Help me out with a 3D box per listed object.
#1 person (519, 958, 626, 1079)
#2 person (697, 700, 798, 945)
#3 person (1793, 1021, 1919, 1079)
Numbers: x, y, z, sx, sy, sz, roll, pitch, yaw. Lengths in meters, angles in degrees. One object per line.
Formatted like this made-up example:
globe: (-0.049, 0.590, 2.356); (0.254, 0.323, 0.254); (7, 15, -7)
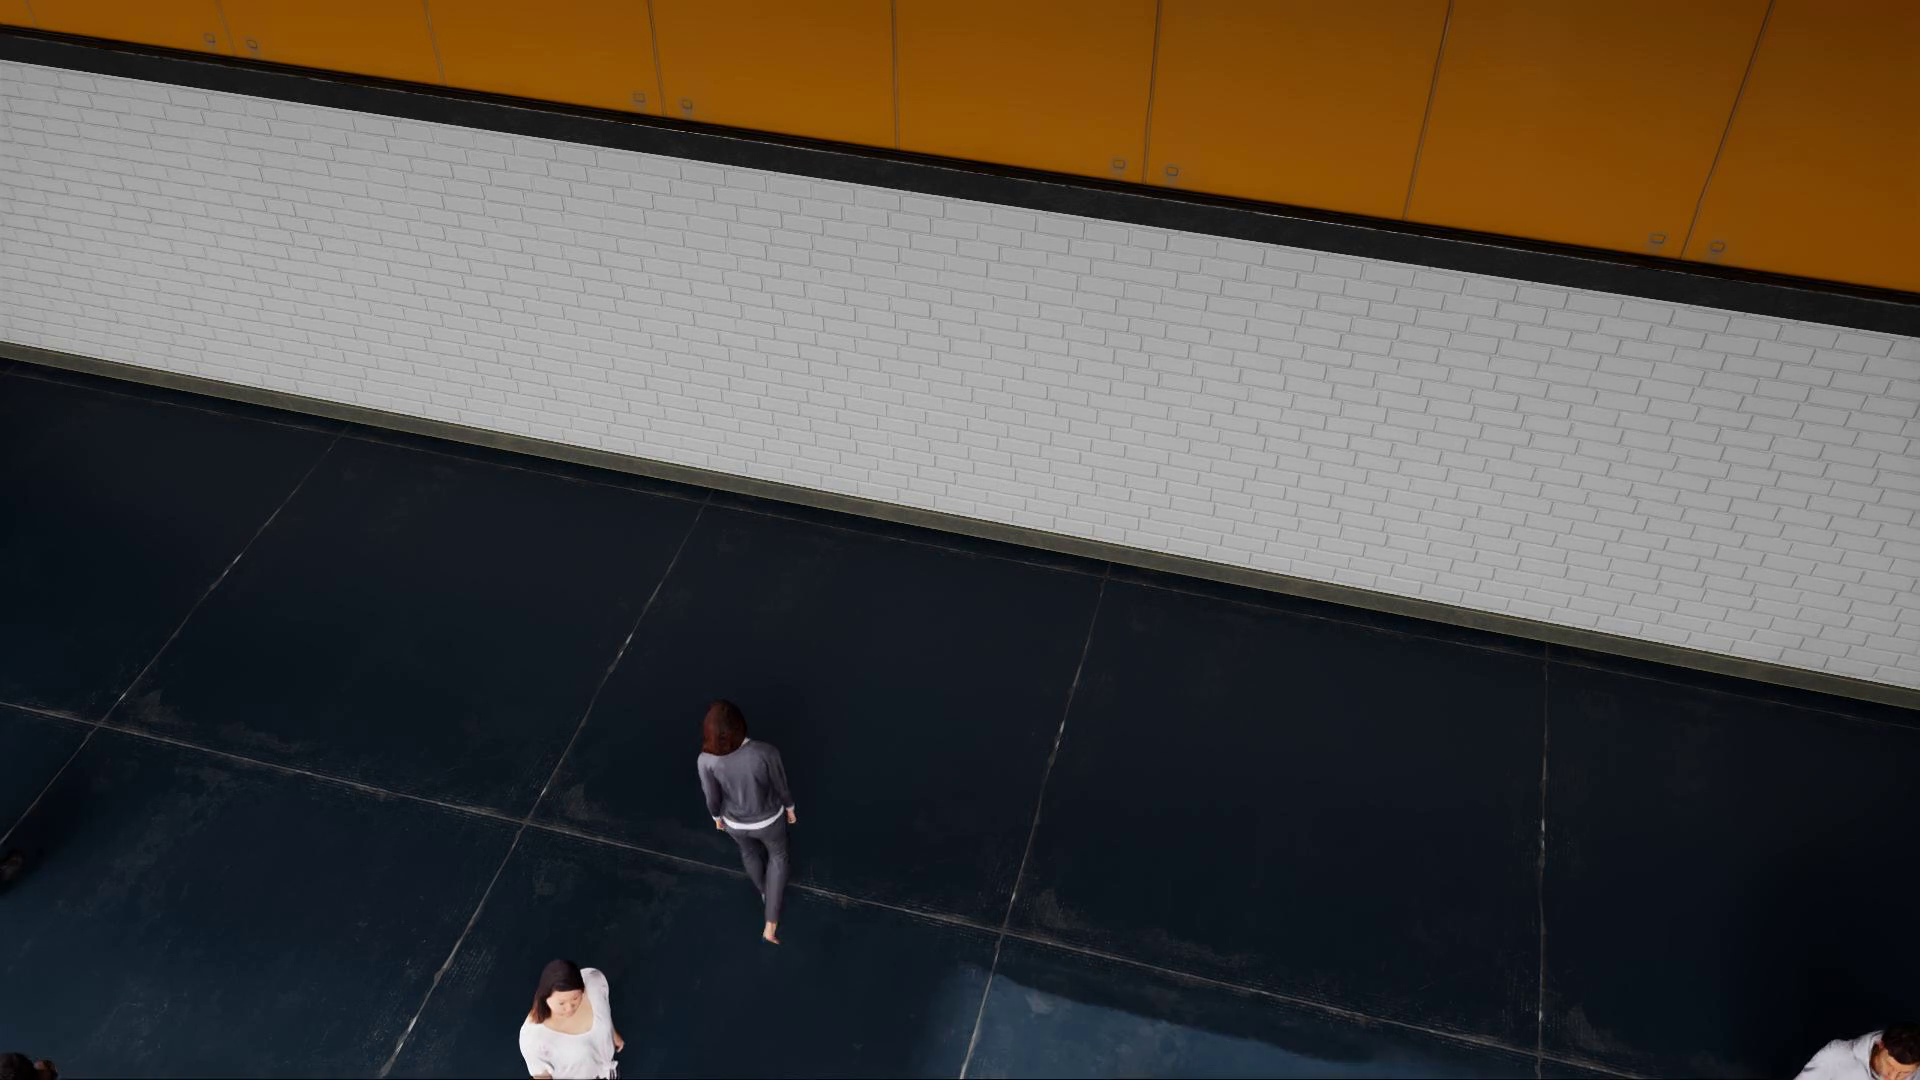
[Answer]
person: (-1.856, 2.532, 8.078); (0.819, 1.679, 0.679); (26, 49, 24)
person: (-1.125, 1.559, 9.047); (0.803, 1.752, 0.989); (-1, 44, -1)
person: (4.089, 2.666, 7.770); (0.762, 1.910, 0.894); (14, 45, 14)
